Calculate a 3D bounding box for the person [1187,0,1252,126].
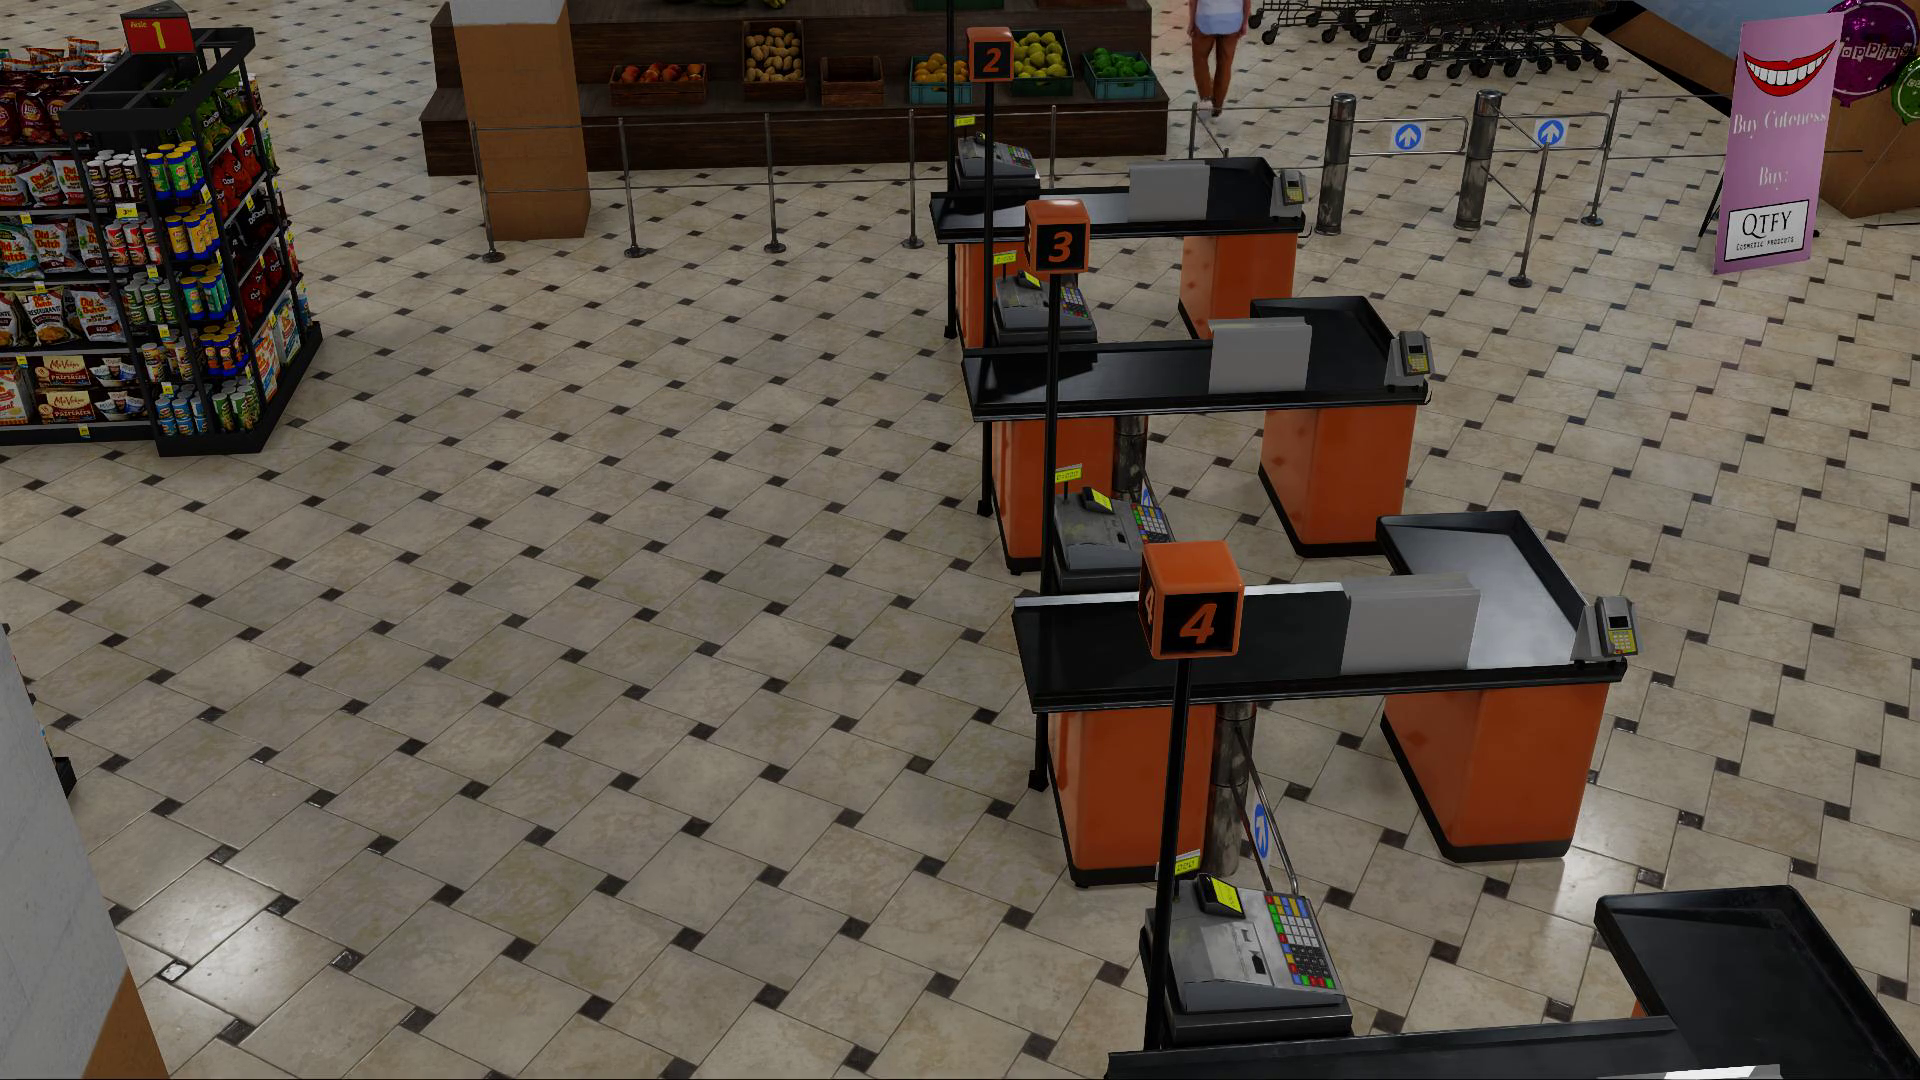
[{"bbox_3d":[2.178,-4.361,13.949,0.773,1.817,0.806,1,32,1],"label":"person"}]
